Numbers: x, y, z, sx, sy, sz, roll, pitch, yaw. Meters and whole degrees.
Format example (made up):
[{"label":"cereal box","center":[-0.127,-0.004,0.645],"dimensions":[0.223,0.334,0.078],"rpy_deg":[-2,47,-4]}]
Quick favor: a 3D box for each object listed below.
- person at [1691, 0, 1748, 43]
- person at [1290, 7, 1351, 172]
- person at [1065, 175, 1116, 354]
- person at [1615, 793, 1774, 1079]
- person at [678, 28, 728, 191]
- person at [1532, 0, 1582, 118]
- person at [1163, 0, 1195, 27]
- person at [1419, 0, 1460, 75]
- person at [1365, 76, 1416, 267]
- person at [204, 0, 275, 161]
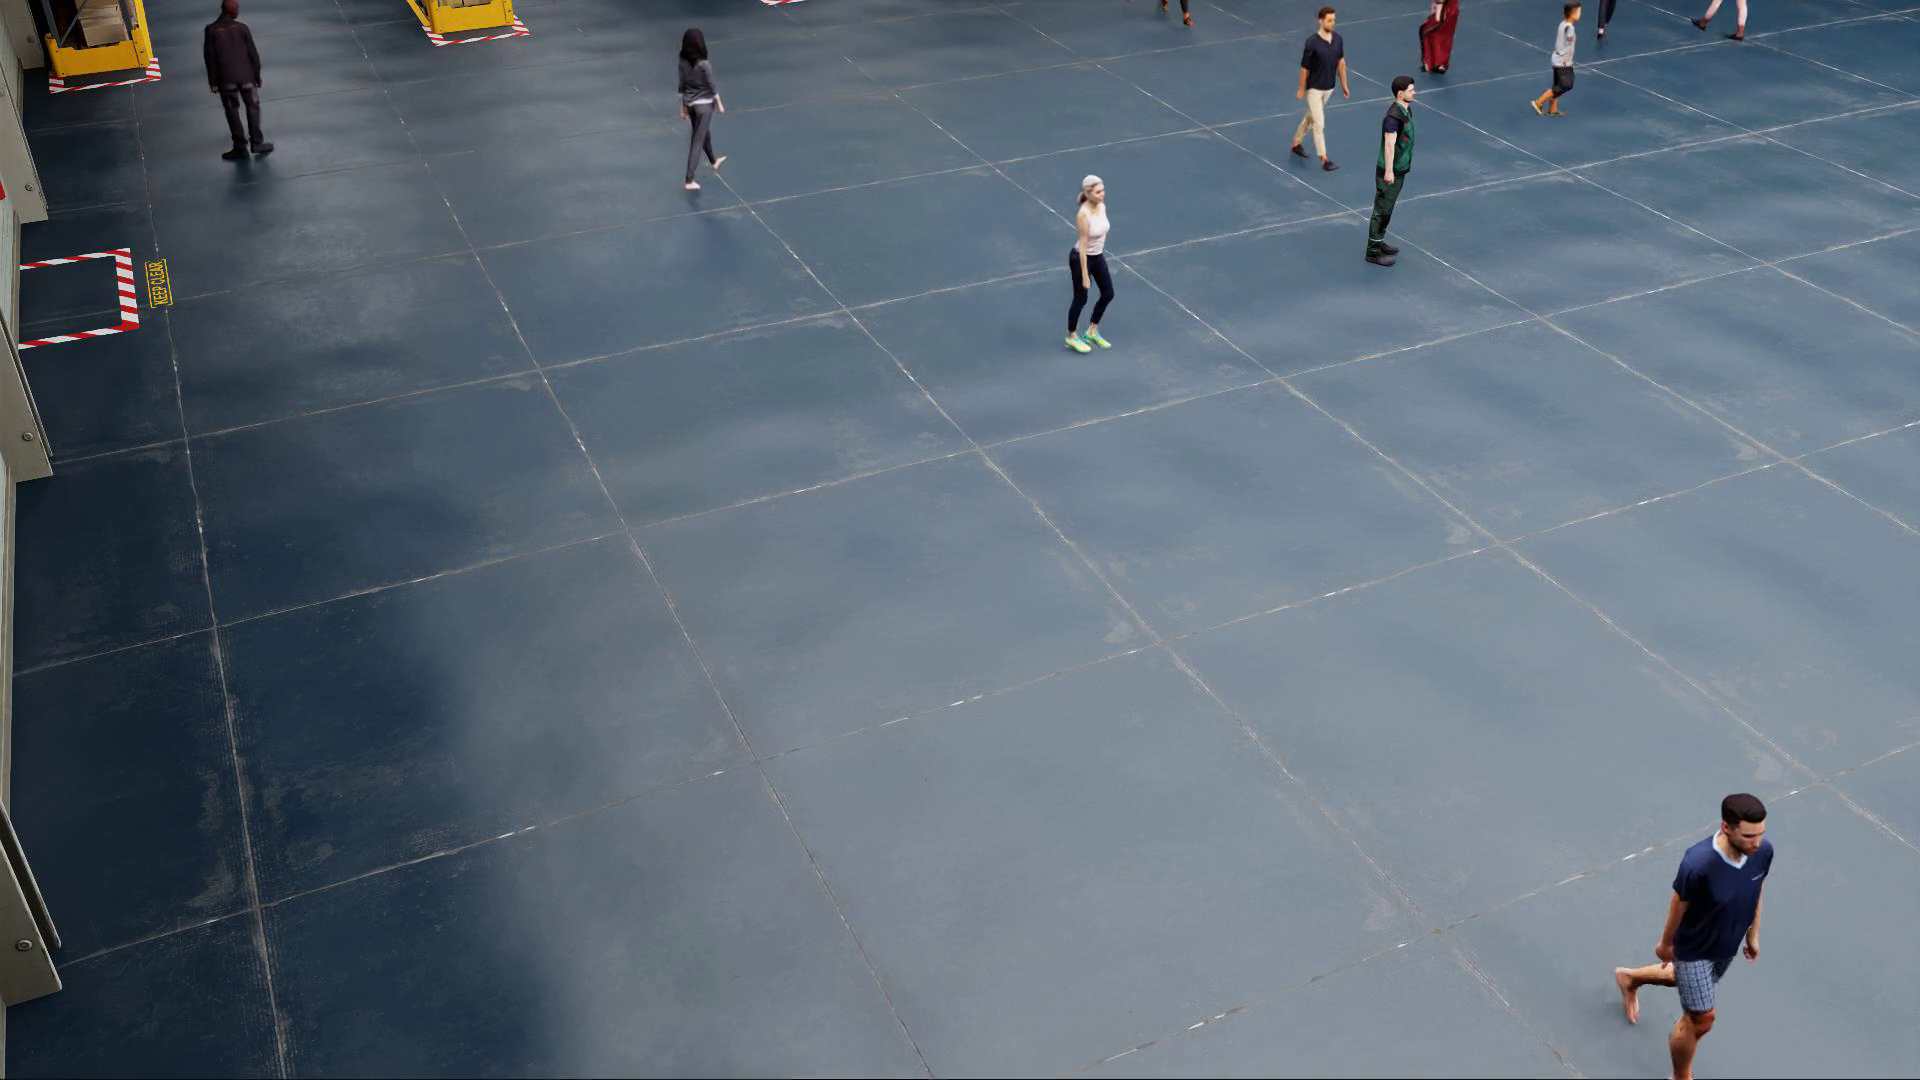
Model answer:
[{"label":"person","center":[10.935,-7.801,23.187],"dimensions":[0.649,1.685,1.051],"rpy_deg":[-16,36,-23]},{"label":"person","center":[4.065,-5.178,19.047],"dimensions":[0.685,1.801,1.178],"rpy_deg":[-17,37,-24]},{"label":"person","center":[1.076,-2.503,15.038],"dimensions":[0.792,1.687,0.750],"rpy_deg":[20,38,28]},{"label":"person","center":[3.602,1.900,8.146],"dimensions":[0.638,1.819,1.098],"rpy_deg":[-13,35,-19]},{"label":"person","center":[-2.939,-4.724,18.425],"dimensions":[1.170,1.718,1.113],"rpy_deg":[17,37,24]},{"label":"person","center":[7.422,-5.998,20.636],"dimensions":[0.764,1.443,0.757],"rpy_deg":[0,33,0]},{"label":"person","center":[3.186,-8.333,24.010],"dimensions":[0.687,1.678,1.083],"rpy_deg":[-19,37,-26]},{"label":"person","center":[6.465,-6.959,21.947],"dimensions":[0.728,1.624,0.751],"rpy_deg":[-27,42,-35]},{"label":"person","center":[4.343,-3.742,16.747],"dimensions":[0.813,1.901,0.752],"rpy_deg":[11,35,16]},{"label":"person","center":[-8.423,-5.350,19.322],"dimensions":[0.833,1.789,0.639],"rpy_deg":[-25,41,-33]}]
